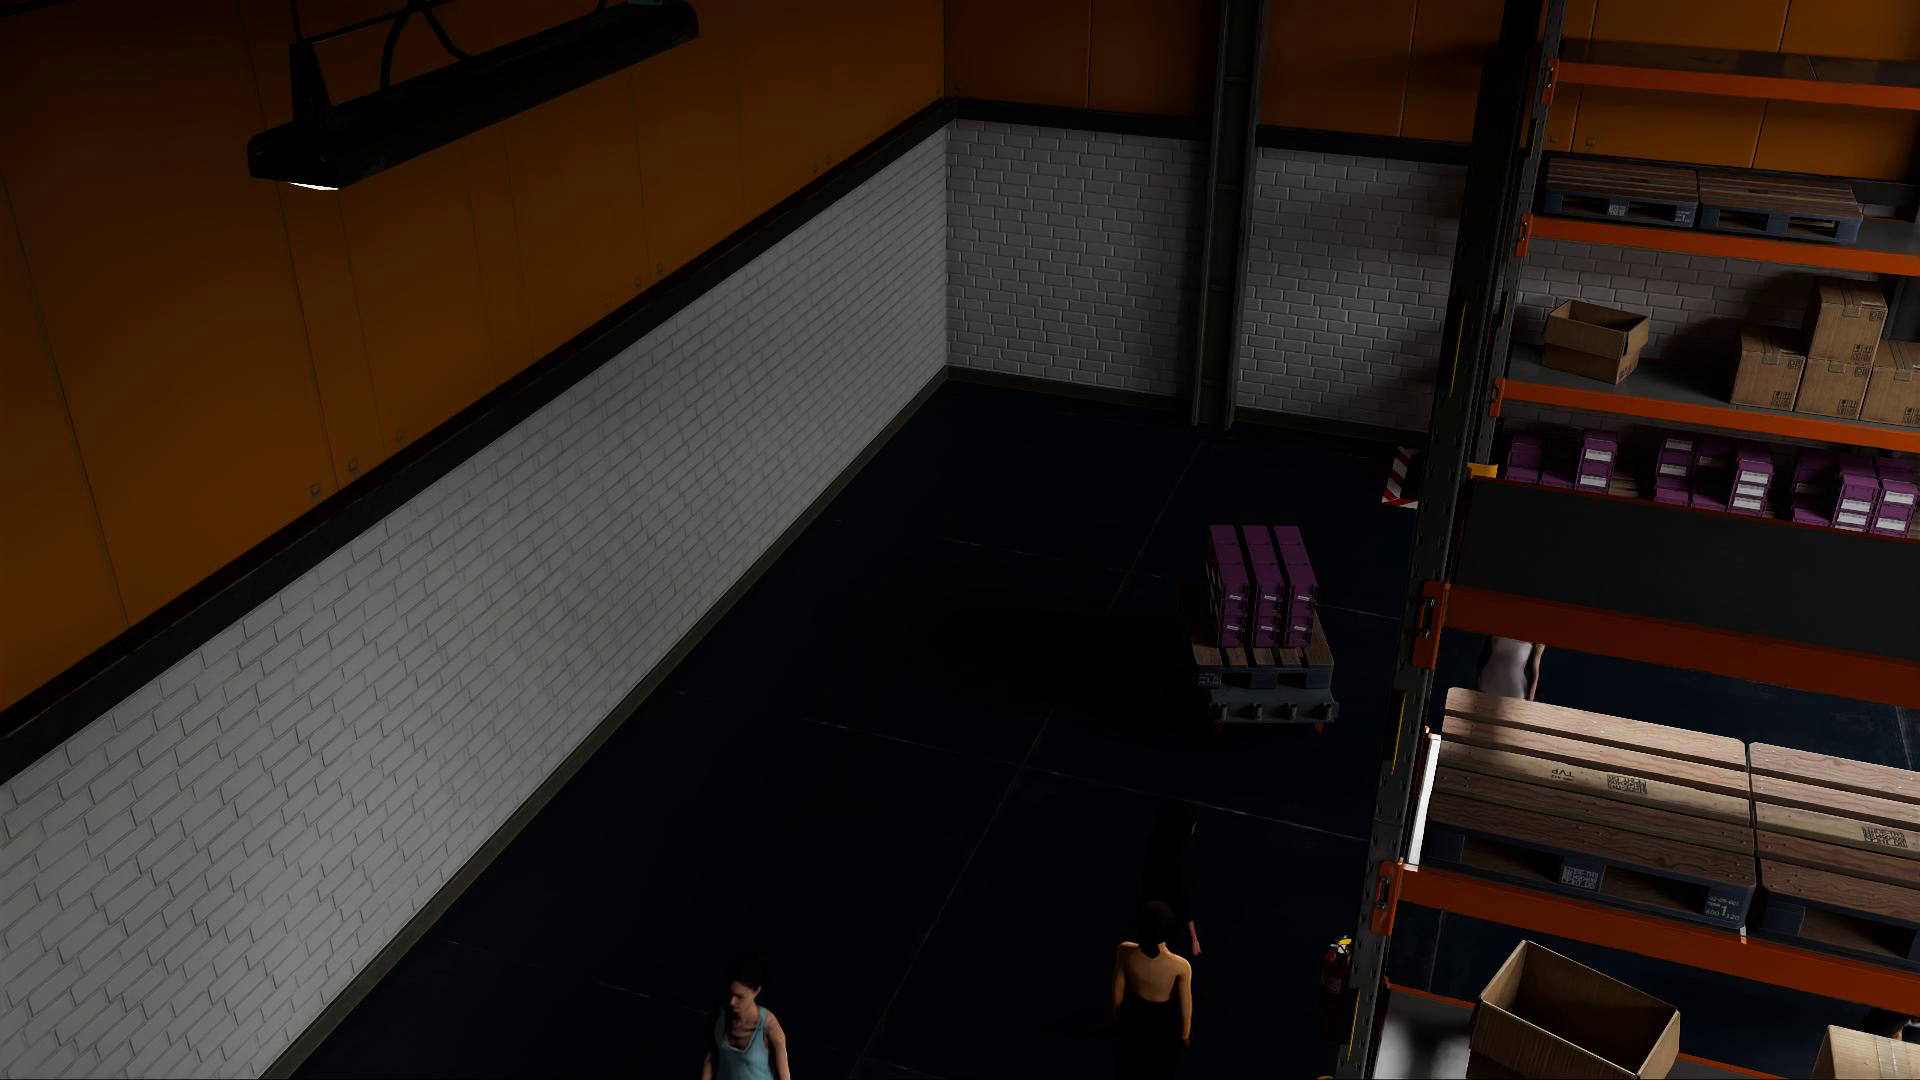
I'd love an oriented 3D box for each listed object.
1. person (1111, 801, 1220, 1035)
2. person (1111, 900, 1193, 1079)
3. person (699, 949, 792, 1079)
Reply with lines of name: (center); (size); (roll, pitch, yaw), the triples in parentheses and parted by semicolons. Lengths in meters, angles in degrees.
person: (1.037, 2.154, 9.294); (1.033, 1.608, 0.919); (-8, 30, -14)
person: (0.974, 2.516, 8.583); (0.465, 1.653, 0.635); (11, 30, 19)
person: (-0.986, 2.701, 8.179); (1.198, 1.715, 0.841); (17, 33, 29)
